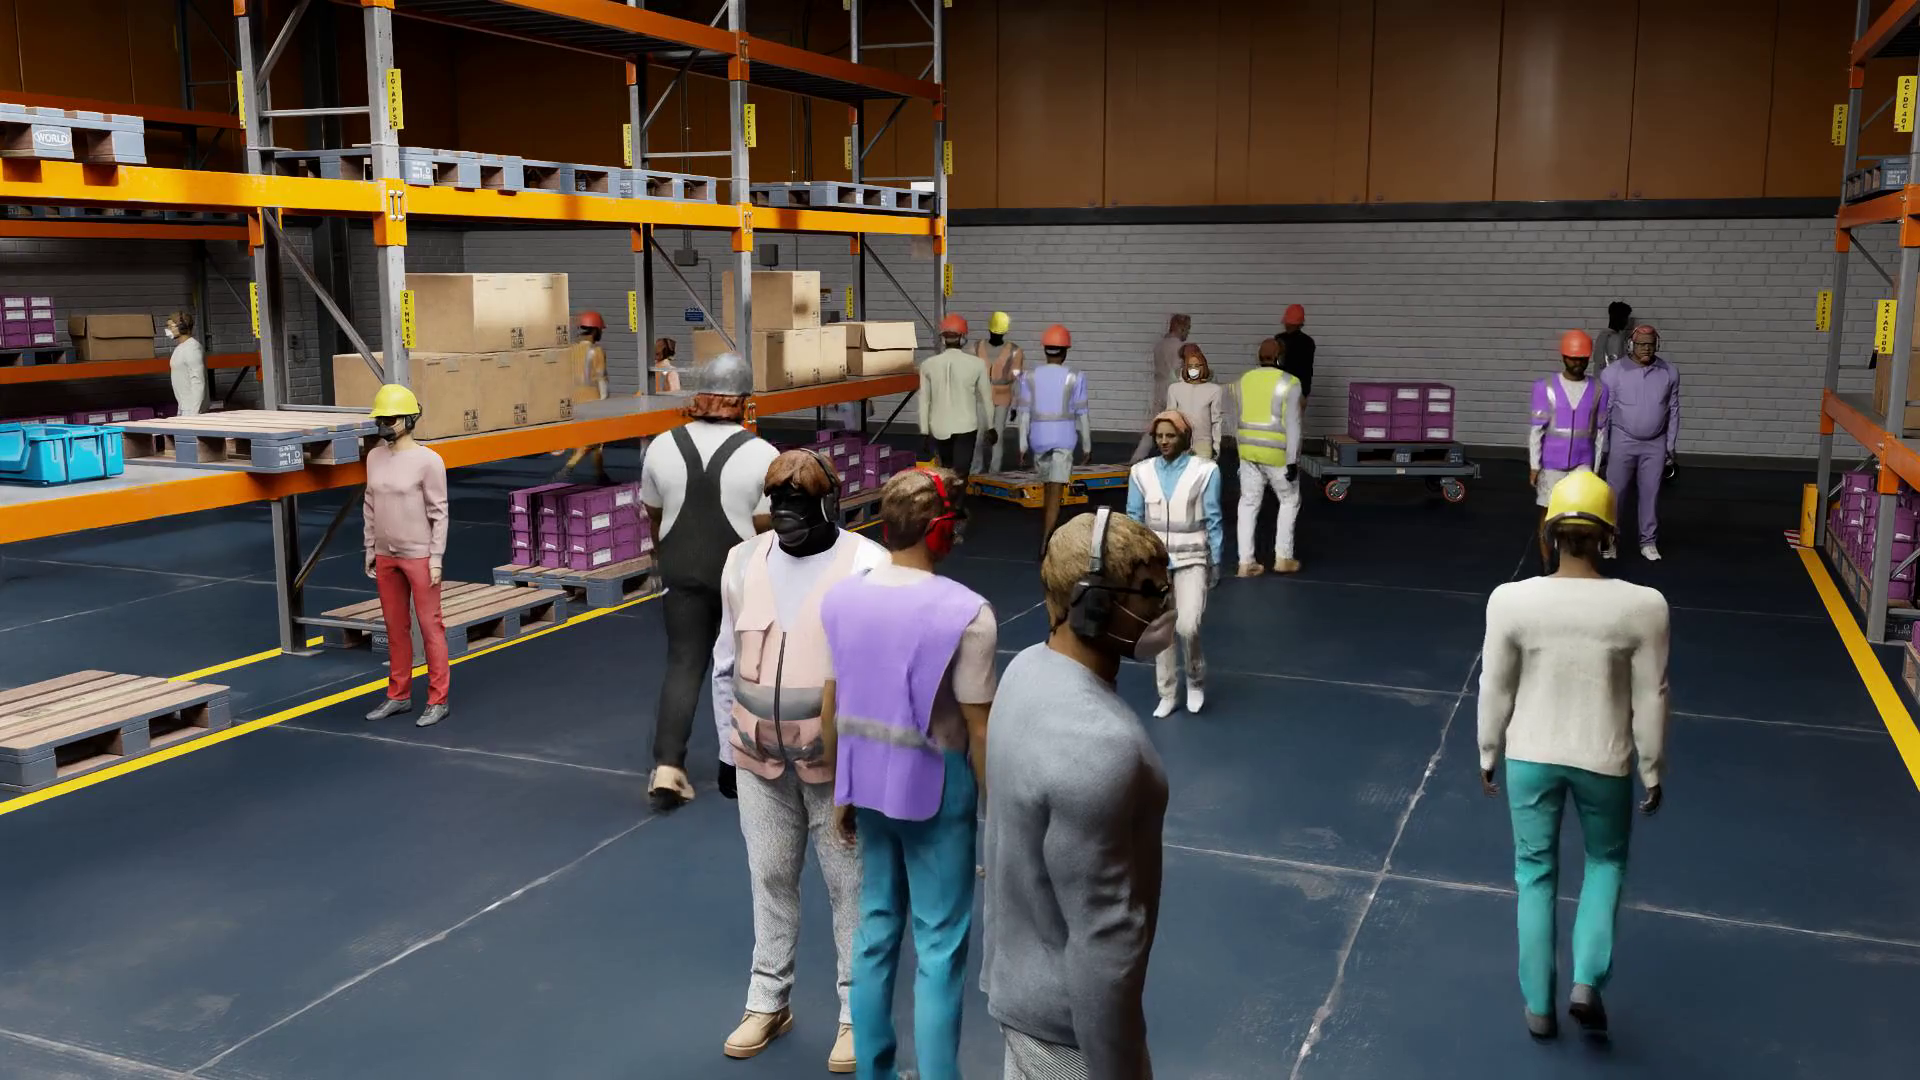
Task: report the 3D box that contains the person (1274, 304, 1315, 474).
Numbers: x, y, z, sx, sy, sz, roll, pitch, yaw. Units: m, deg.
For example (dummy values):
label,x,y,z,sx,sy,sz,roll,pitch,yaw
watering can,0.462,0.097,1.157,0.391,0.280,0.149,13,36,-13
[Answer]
label,x,y,z,sx,sy,sz,roll,pitch,yaw
person,3.705,-1.669,18.637,0.522,1.945,0.659,-6,11,-34

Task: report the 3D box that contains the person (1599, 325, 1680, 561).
label,x,y,z,sx,sy,sz,roll,pitch,yaw
person,5.444,-0.773,13.363,0.640,1.900,0.404,0,9,3

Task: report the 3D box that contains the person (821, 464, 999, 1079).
label,x,y,z,sx,sy,sz,roll,pitch,yaw
person,-0.132,0.719,4.477,0.570,1.841,0.370,7,12,37

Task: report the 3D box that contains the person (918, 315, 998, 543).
label,x,y,z,sx,sy,sz,roll,pitch,yaw
person,-0.019,-0.969,14.421,0.631,1.939,1.049,3,10,17

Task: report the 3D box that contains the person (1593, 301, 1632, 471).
label,x,y,z,sx,sy,sz,roll,pitch,yaw
person,7.529,-1.774,19.240,0.383,1.959,0.600,0,9,2

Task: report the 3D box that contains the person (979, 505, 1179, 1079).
label,x,y,z,sx,sy,sz,roll,pitch,yaw
person,0.217,0.895,3.131,0.352,1.936,0.635,-2,9,-9

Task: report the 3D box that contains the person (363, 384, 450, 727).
label,x,y,z,sx,sy,sz,roll,pitch,yaw
person,-2.867,0.081,8.583,0.522,1.769,0.311,4,10,24

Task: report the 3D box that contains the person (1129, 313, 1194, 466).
label,x,y,z,sx,sy,sz,roll,pitch,yaw
person,2.325,-1.585,18.433,1.007,1.856,0.665,-3,10,-19

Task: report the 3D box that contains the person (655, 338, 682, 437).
label,x,y,z,sx,sy,sz,roll,pitch,yaw
person,-2.998,-1.226,16.880,0.315,1.641,0.514,-8,12,-39

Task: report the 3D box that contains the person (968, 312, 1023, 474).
label,x,y,z,sx,sy,sz,roll,pitch,yaw
person,0.342,-1.446,17.445,0.642,1.891,0.531,2,10,13

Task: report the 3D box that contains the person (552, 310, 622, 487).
label,x,y,z,sx,sy,sz,roll,pitch,yaw
person,-3.894,-1.423,17.261,0.779,1.911,0.552,-8,12,-41

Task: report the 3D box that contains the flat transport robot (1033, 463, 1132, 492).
label,x,y,z,sx,sy,sz,roll,pitch,yaw
flat transport robot,1.353,-0.650,17.529,1.431,0.197,0.652,-6,11,-31

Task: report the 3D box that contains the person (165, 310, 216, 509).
label,x,y,z,sx,sy,sz,roll,pitch,yaw
person,-7.466,-1.254,16.150,0.354,1.937,0.635,-6,11,-32

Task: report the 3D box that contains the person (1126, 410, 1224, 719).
label,x,y,z,sx,sy,sz,roll,pitch,yaw
person,1.102,0.135,8.666,0.526,1.622,0.373,4,10,25

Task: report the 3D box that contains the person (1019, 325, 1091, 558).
label,x,y,z,sx,sy,sz,roll,pitch,yaw
person,0.770,-0.801,13.576,0.570,1.891,0.987,3,10,19

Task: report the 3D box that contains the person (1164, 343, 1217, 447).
label,x,y,z,sx,sy,sz,roll,pitch,yaw
person,2.299,-1.144,16.497,0.542,1.599,0.499,-1,9,-8

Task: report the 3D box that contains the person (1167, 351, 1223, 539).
label,x,y,z,sx,sy,sz,roll,pitch,yaw
person,2.026,-0.822,14.450,0.498,1.634,0.279,2,10,13

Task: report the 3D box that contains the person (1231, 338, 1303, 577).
label,x,y,z,sx,sy,sz,roll,pitch,yaw
person,2.388,-0.634,12.738,0.662,1.814,0.698,9,13,43

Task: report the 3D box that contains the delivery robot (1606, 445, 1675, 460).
label,x,y,z,sx,sy,sz,roll,pitch,yaw
delivery robot,7.450,-0.962,18.279,0.707,0.478,0.477,0,9,0

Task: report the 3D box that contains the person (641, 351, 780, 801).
label,x,y,z,sx,sy,sz,roll,pitch,yaw
person,-1.099,0.130,7.453,0.677,2.000,0.986,2,10,11

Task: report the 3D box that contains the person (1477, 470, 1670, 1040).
label,x,y,z,sx,sy,sz,roll,pitch,yaw
person,1.853,0.662,5.070,0.544,1.754,0.364,3,10,20

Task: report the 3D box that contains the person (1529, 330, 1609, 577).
label,x,y,z,sx,sy,sz,roll,pitch,yaw
person,4.373,-0.542,11.949,0.567,1.903,0.876,2,9,9

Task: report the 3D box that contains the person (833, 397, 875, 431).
label,x,y,z,sx,sy,sz,roll,pitch,yaw
person,-1.174,-1.511,18.277,0.449,1.742,0.545,-6,11,-34

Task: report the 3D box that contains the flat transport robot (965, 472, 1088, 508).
label,x,y,z,sx,sy,sz,roll,pitch,yaw
flat transport robot,0.615,-0.524,16.767,0.652,0.197,1.431,-6,11,-31

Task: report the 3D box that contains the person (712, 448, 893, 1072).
label,x,y,z,sx,sy,sz,roll,pitch,yaw
person,-0.454,0.647,4.928,0.628,1.843,0.429,3,10,18
